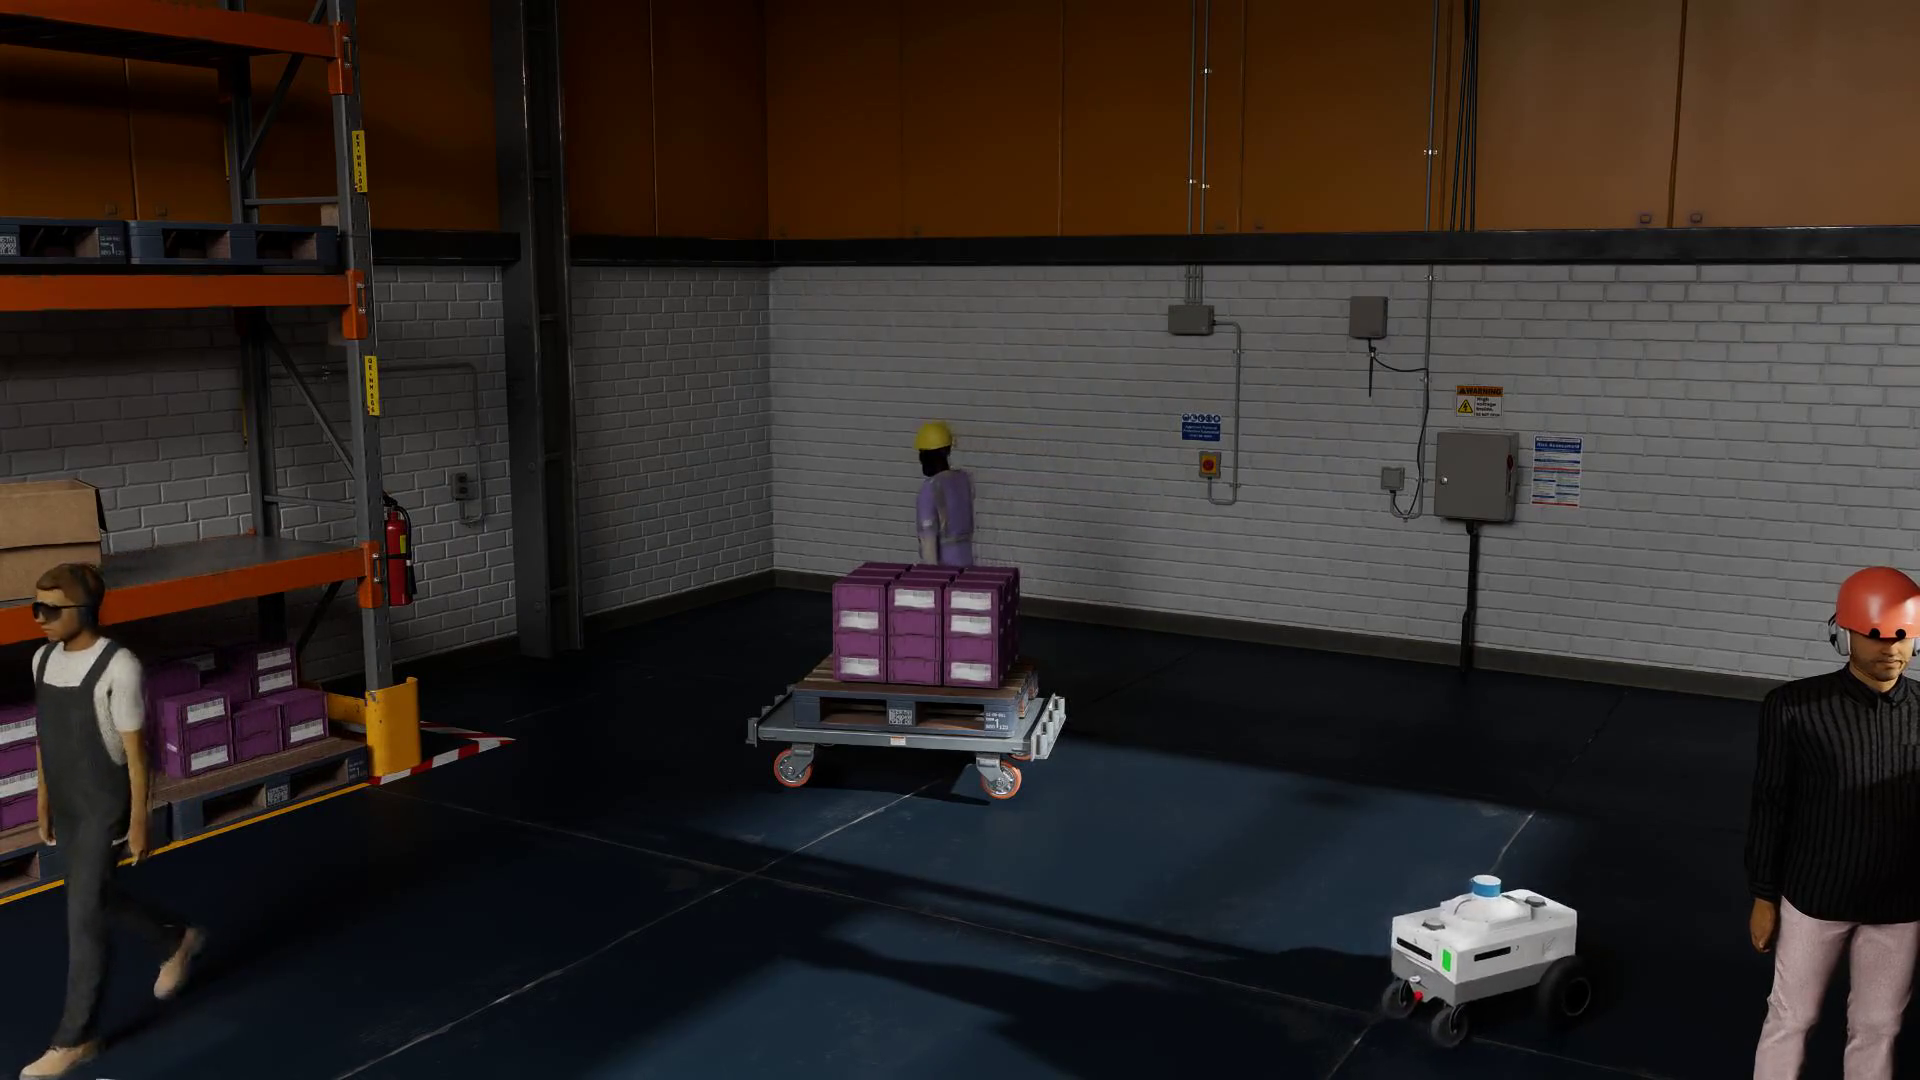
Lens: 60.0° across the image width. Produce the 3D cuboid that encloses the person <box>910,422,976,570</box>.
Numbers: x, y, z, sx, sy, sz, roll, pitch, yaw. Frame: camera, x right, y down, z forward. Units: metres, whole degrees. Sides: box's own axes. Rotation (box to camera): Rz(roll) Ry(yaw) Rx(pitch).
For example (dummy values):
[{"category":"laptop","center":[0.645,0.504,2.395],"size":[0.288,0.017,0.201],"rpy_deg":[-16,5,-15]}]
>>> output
[{"category":"person","center":[-0.176,0.171,10.854],"size":[0.939,1.880,0.599],"rpy_deg":[7,12,39]}]

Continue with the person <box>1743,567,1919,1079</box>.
[{"category":"person","center":[2.660,1.059,4.952],"size":[0.613,1.994,0.381],"rpy_deg":[1,9,5]}]

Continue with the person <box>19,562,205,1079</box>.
[{"category":"person","center":[-3.145,0.964,6.102],"size":[0.523,1.821,0.841],"rpy_deg":[4,10,25]}]

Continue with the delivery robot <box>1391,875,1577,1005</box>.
[{"category":"delivery robot","center":[1.981,1.514,6.293],"size":[0.707,0.478,0.477],"rpy_deg":[-5,11,-27]}]
